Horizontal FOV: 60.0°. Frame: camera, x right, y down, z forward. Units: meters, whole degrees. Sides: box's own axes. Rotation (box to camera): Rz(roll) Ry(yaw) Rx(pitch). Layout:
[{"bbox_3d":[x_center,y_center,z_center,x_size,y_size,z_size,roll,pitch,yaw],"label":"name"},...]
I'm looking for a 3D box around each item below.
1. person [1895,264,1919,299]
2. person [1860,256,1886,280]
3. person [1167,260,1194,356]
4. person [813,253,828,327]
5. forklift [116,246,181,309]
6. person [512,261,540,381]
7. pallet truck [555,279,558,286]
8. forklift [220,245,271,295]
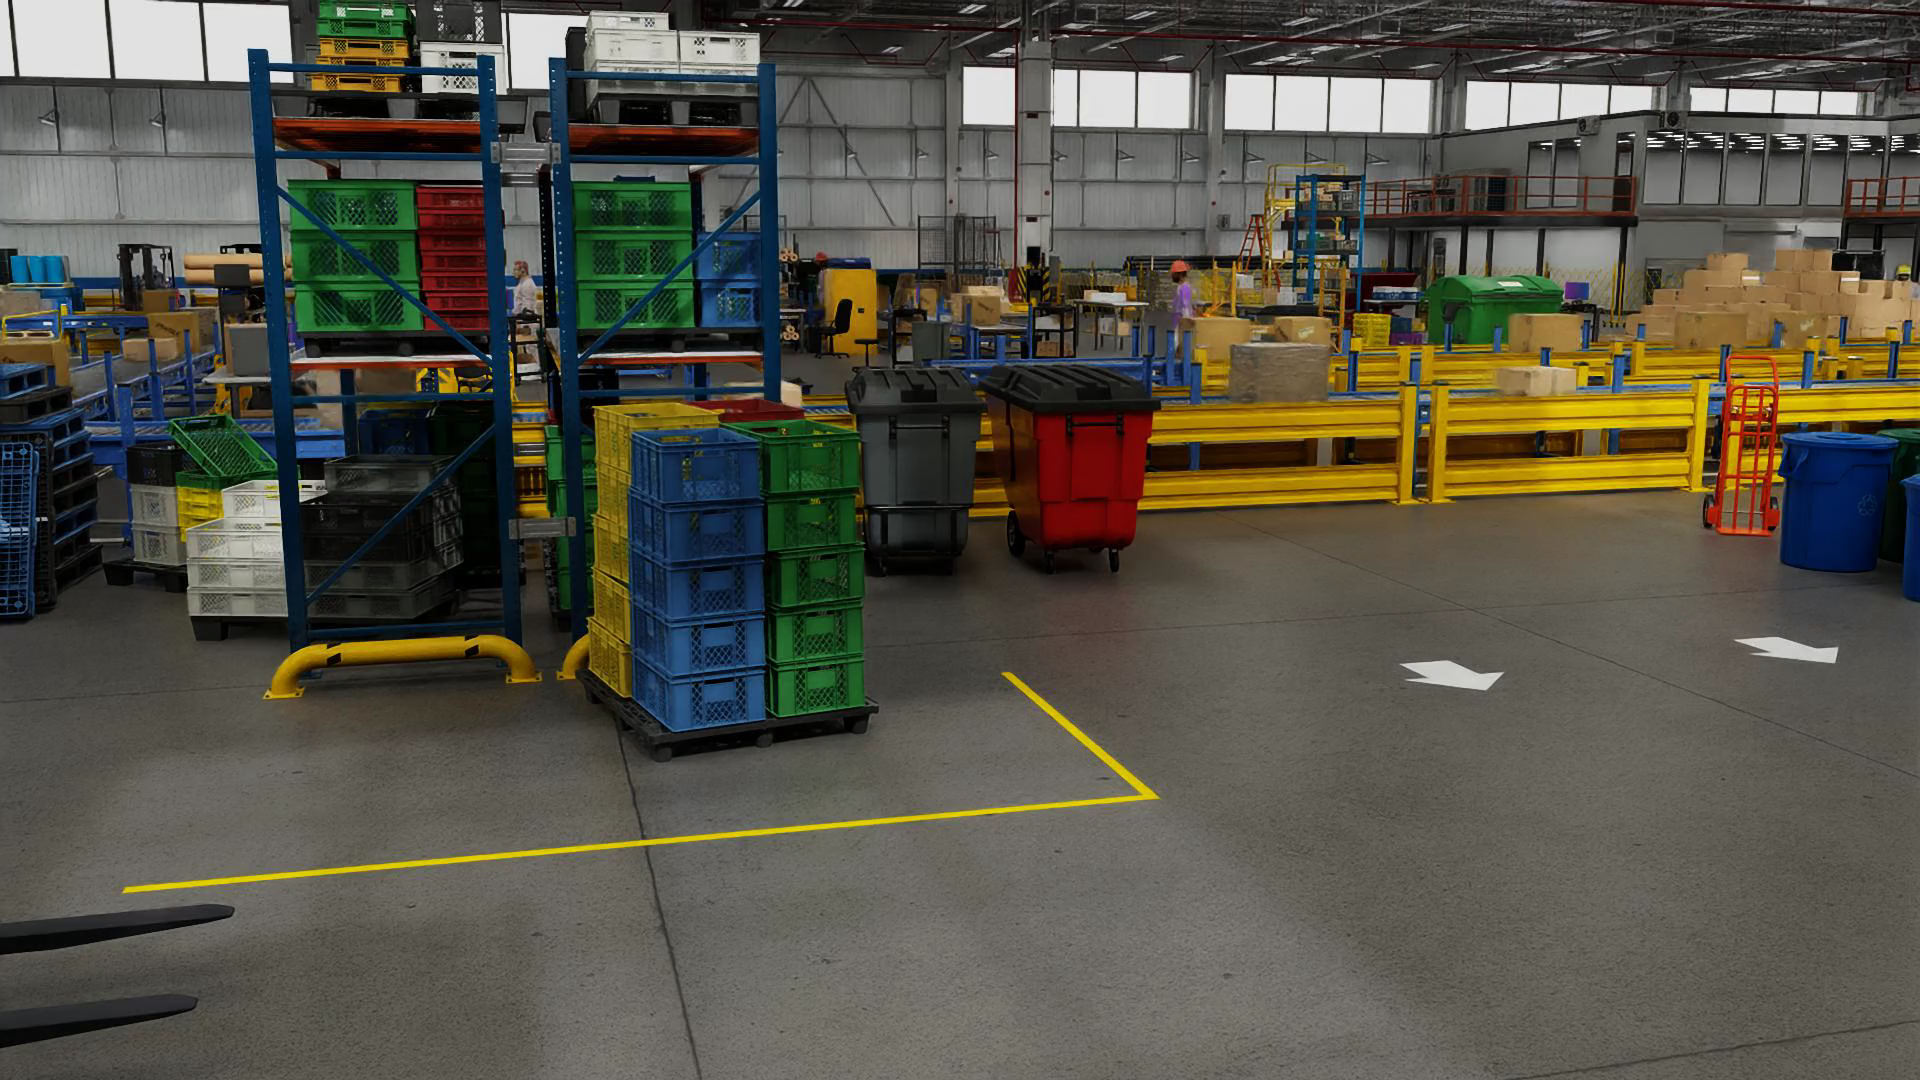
[{"bbox_3d":[15.623,-3.664,27.663,0.591,1.834,0.404,2,10,9],"label":"person"},{"bbox_3d":[21.960,-5.889,40.115,0.572,1.886,0.355,6,12,32],"label":"person"},{"bbox_3d":[3.209,-3.152,24.533,0.519,1.916,0.562,0,10,2],"label":"person"},{"bbox_3d":[-3.065,-5.446,37.361,1.074,1.989,0.621,-1,10,-4],"label":"person"},{"bbox_3d":[-19.966,-6.232,40.894,1.157,1.987,2.680,-3,10,-15],"label":"forklift"},{"bbox_3d":[-6.914,-3.476,26.442,0.396,1.899,0.644,-3,10,-15],"label":"person"},{"bbox_3d":[-10.604,-6.375,44.520,0.653,1.274,1.630,-3,10,-15],"label":"pallet truck"},{"bbox_3d":[-17.749,-6.334,41.440,1.157,1.987,2.680,-3,10,-17],"label":"forklift"}]
